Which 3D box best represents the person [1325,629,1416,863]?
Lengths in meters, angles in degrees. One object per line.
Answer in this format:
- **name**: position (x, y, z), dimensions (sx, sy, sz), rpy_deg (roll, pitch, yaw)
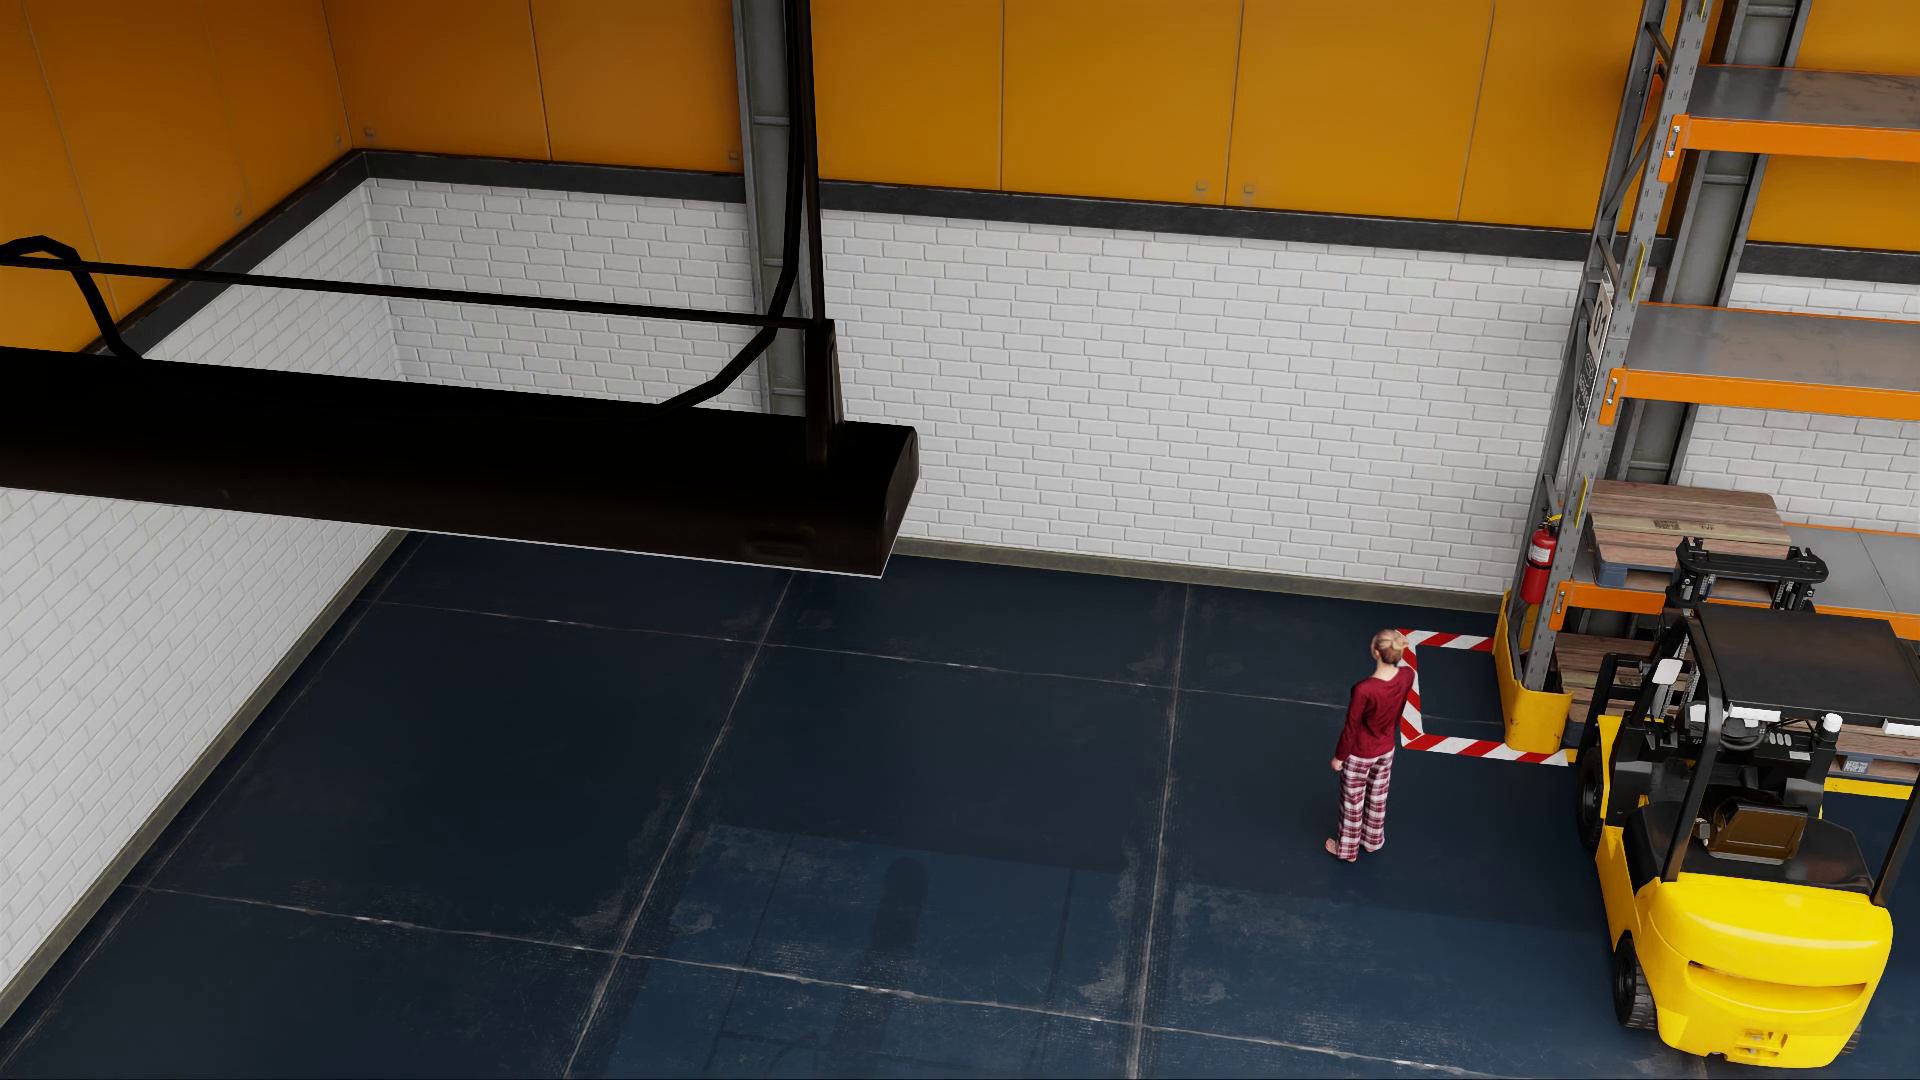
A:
- **person**: position (2.422, 1.205, 9.827), dimensions (0.655, 1.697, 0.735), rpy_deg (-18, 38, -25)
